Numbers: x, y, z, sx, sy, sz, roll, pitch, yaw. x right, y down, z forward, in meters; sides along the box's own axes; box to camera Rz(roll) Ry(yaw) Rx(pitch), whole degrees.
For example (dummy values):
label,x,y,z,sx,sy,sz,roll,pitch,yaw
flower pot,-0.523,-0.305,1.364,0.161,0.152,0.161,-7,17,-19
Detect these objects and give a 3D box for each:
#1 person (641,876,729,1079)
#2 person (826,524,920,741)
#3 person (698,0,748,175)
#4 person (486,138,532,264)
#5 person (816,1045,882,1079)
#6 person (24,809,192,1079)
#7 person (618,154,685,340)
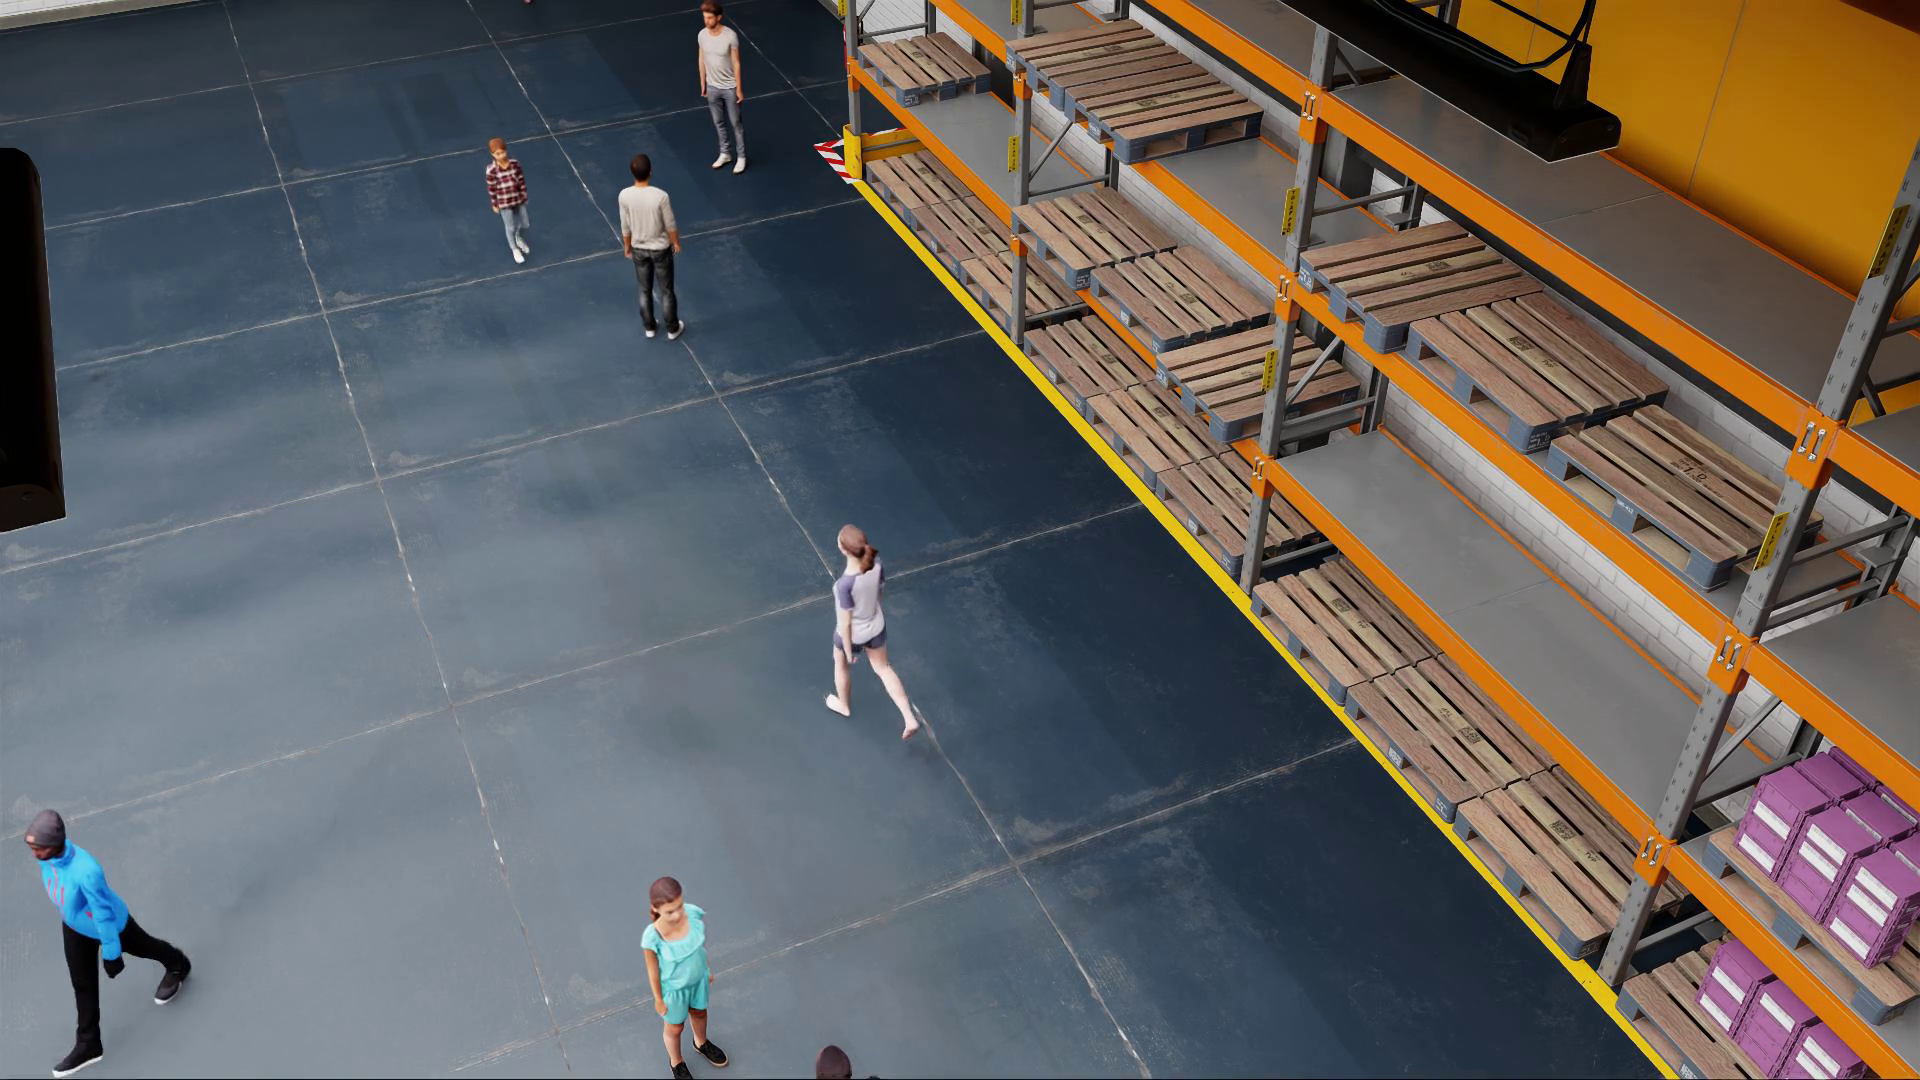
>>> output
label,x,y,z,sx,sy,sz,roll,pitch,yaw
person,-1.529,2.401,9.106,0.618,1.558,0.640,-31,48,-33
person,-0.598,0.650,11.154,0.762,1.739,1.102,-29,47,-31
person,-2.559,-4.932,18.025,0.753,1.886,0.809,12,40,15
person,-4.519,-3.422,16.605,0.576,1.299,0.597,-24,44,-27
person,-0.516,3.132,7.996,0.756,1.800,1.198,-20,43,-23
person,-4.752,2.101,9.338,1.157,1.737,1.198,14,41,17
person,-2.840,-2.678,15.264,0.731,1.809,0.728,5,39,6
